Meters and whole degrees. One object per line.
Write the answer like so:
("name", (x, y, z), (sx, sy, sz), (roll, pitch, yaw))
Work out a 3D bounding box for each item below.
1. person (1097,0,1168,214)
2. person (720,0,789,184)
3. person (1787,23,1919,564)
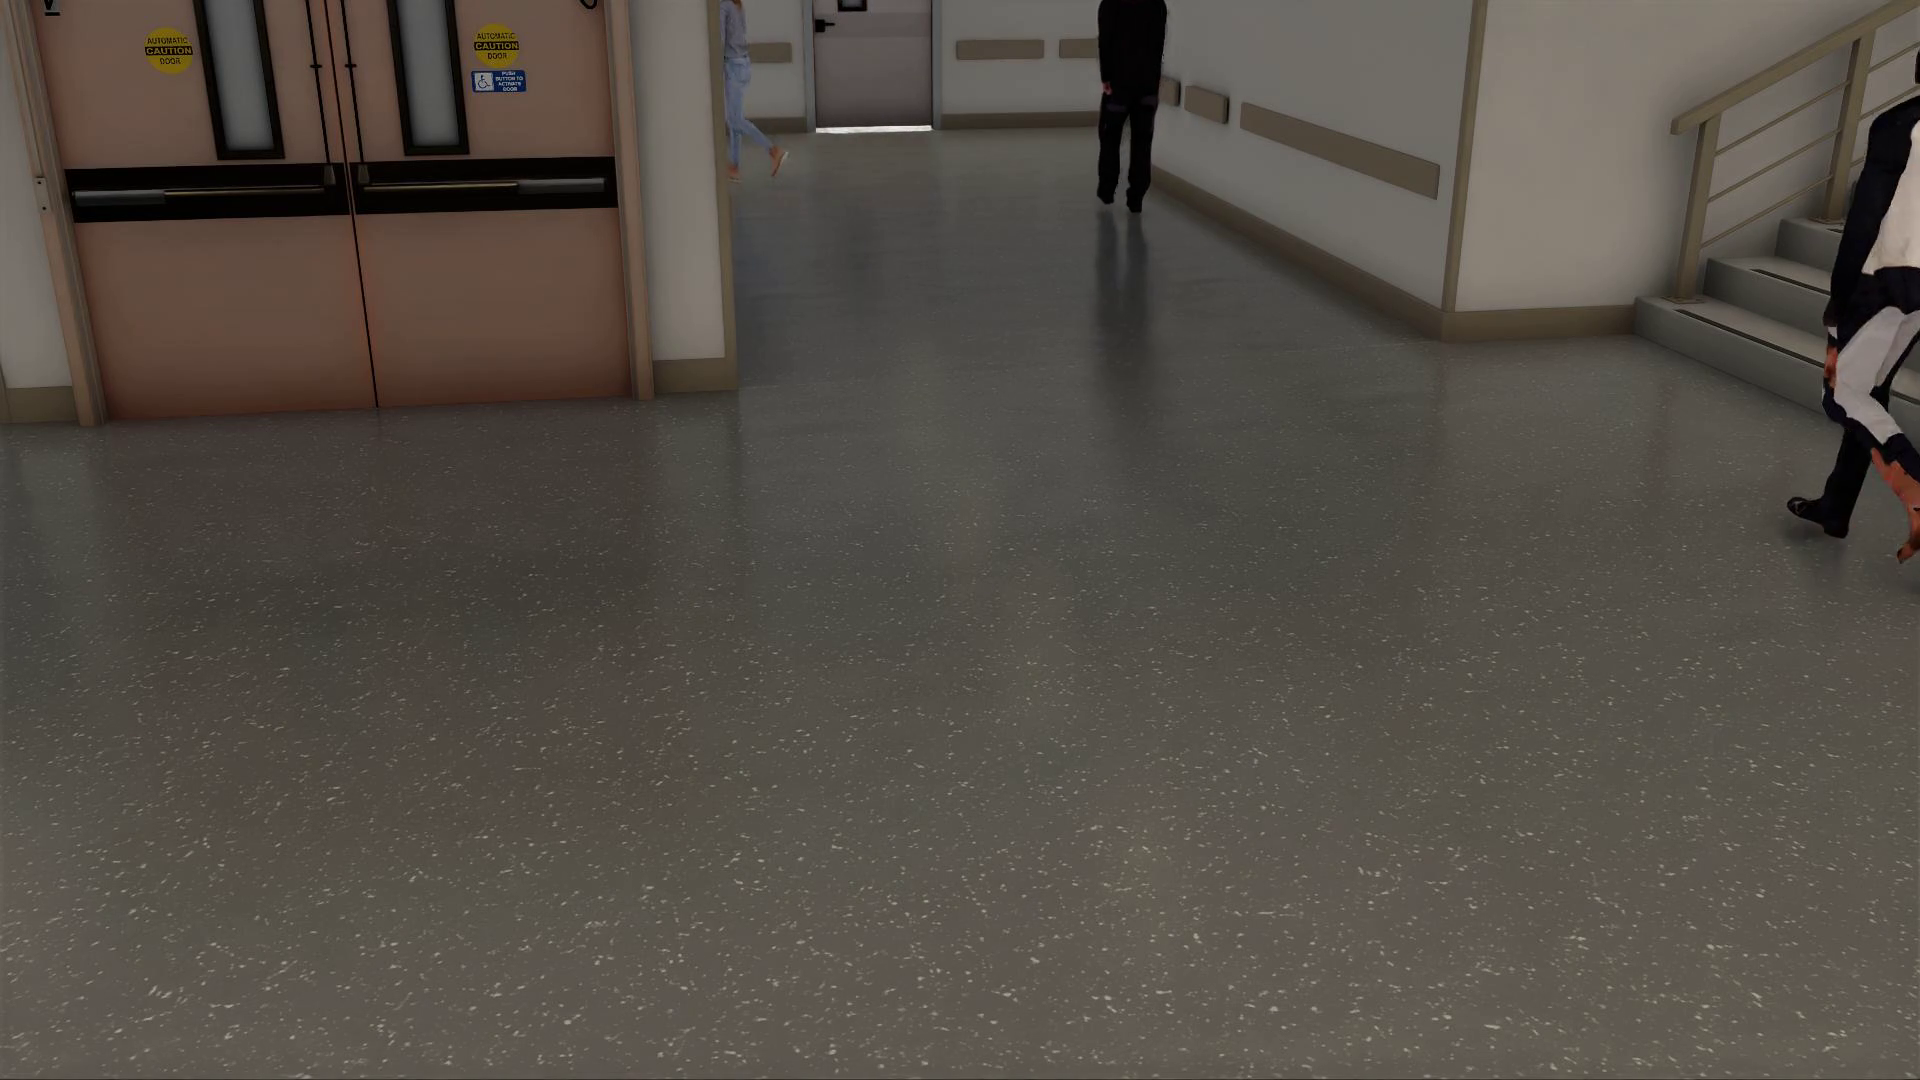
("person", (1.301, -3.401, 12.451), (0.915, 1.881, 0.816), (-1, 21, -2))
("person", (-1.785, -3.819, 13.701), (1.063, 1.778, 0.873), (7, 22, 18))
("person", (3.243, -0.824, 5.663), (1.011, 1.872, 0.844), (-6, 22, -16))
